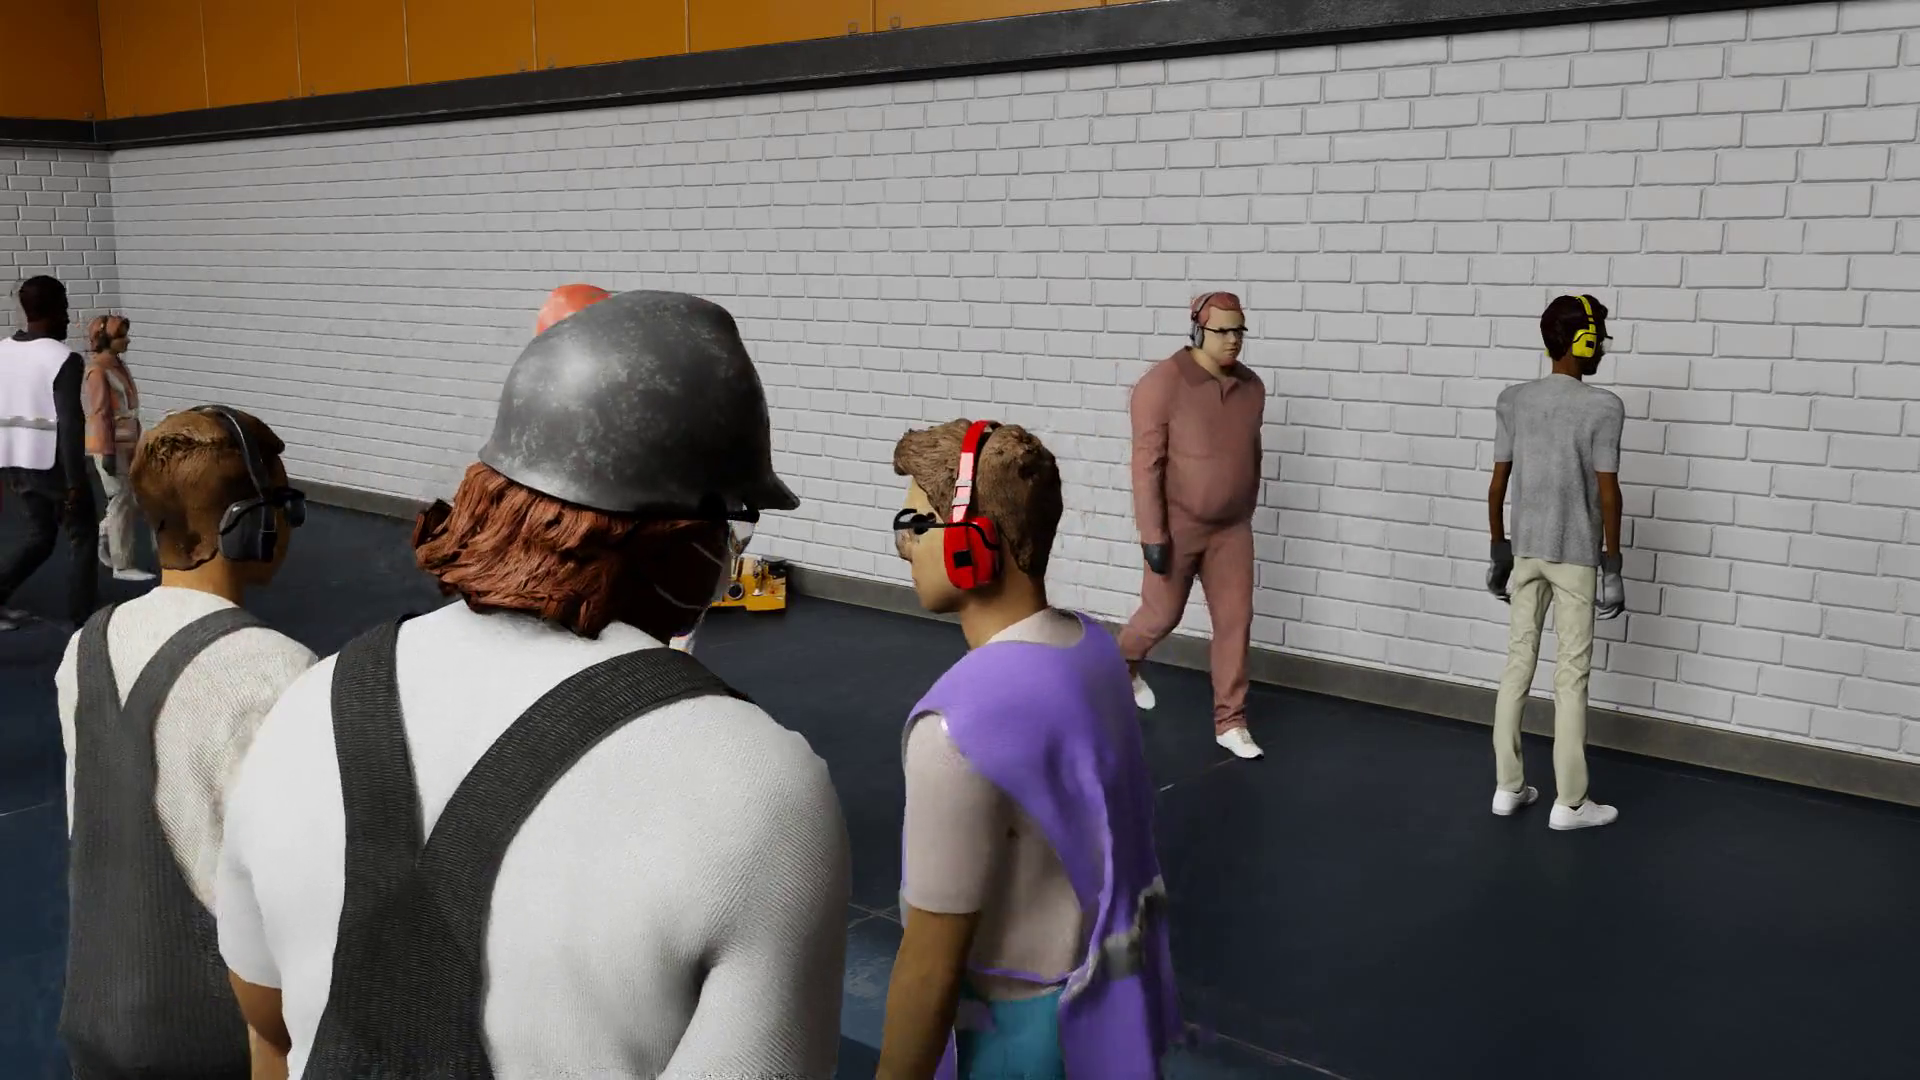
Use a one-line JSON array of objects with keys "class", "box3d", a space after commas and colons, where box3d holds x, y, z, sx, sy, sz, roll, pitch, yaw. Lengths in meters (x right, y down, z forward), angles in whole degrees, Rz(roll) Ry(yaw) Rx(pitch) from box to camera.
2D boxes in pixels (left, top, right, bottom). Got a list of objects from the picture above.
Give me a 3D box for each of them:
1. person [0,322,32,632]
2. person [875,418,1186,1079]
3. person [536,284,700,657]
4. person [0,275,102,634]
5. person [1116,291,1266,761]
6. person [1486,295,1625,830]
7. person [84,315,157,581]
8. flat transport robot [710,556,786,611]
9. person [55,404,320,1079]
[{"class": "person", "box3d": [-5.198, -0.401, 8.835, 0.296, 1.772, 0.533, -3, 10, -17]}, {"class": "person", "box3d": [0.162, 0.734, 2.298, 0.909, 1.810, 0.565, 3, 10, 16]}, {"class": "person", "box3d": [-0.943, 0.291, 4.445, 0.547, 1.929, 0.385, 5, 11, 28]}, {"class": "person", "box3d": [-4.573, -0.355, 8.223, 0.604, 1.893, 0.741, 4, 11, 23]}, {"class": "person", "box3d": [0.919, -0.087, 6.810, 0.664, 1.869, 0.856, -4, 11, -24]}, {"class": "person", "box3d": [2.092, 0.081, 5.841, 0.333, 1.860, 0.520, -8, 13, -37]}, {"class": "person", "box3d": [-5.119, -0.549, 10.077, 0.390, 1.624, 0.538, -2, 10, -11]}, {"class": "flat transport robot", "box3d": [-1.707, 0.246, 9.418, 1.431, 0.197, 0.652, -1, 10, -6]}, {"class": "person", "box3d": [-1.077, 0.696, 2.536, 0.524, 1.783, 0.992, 4, 11, 23]}]
